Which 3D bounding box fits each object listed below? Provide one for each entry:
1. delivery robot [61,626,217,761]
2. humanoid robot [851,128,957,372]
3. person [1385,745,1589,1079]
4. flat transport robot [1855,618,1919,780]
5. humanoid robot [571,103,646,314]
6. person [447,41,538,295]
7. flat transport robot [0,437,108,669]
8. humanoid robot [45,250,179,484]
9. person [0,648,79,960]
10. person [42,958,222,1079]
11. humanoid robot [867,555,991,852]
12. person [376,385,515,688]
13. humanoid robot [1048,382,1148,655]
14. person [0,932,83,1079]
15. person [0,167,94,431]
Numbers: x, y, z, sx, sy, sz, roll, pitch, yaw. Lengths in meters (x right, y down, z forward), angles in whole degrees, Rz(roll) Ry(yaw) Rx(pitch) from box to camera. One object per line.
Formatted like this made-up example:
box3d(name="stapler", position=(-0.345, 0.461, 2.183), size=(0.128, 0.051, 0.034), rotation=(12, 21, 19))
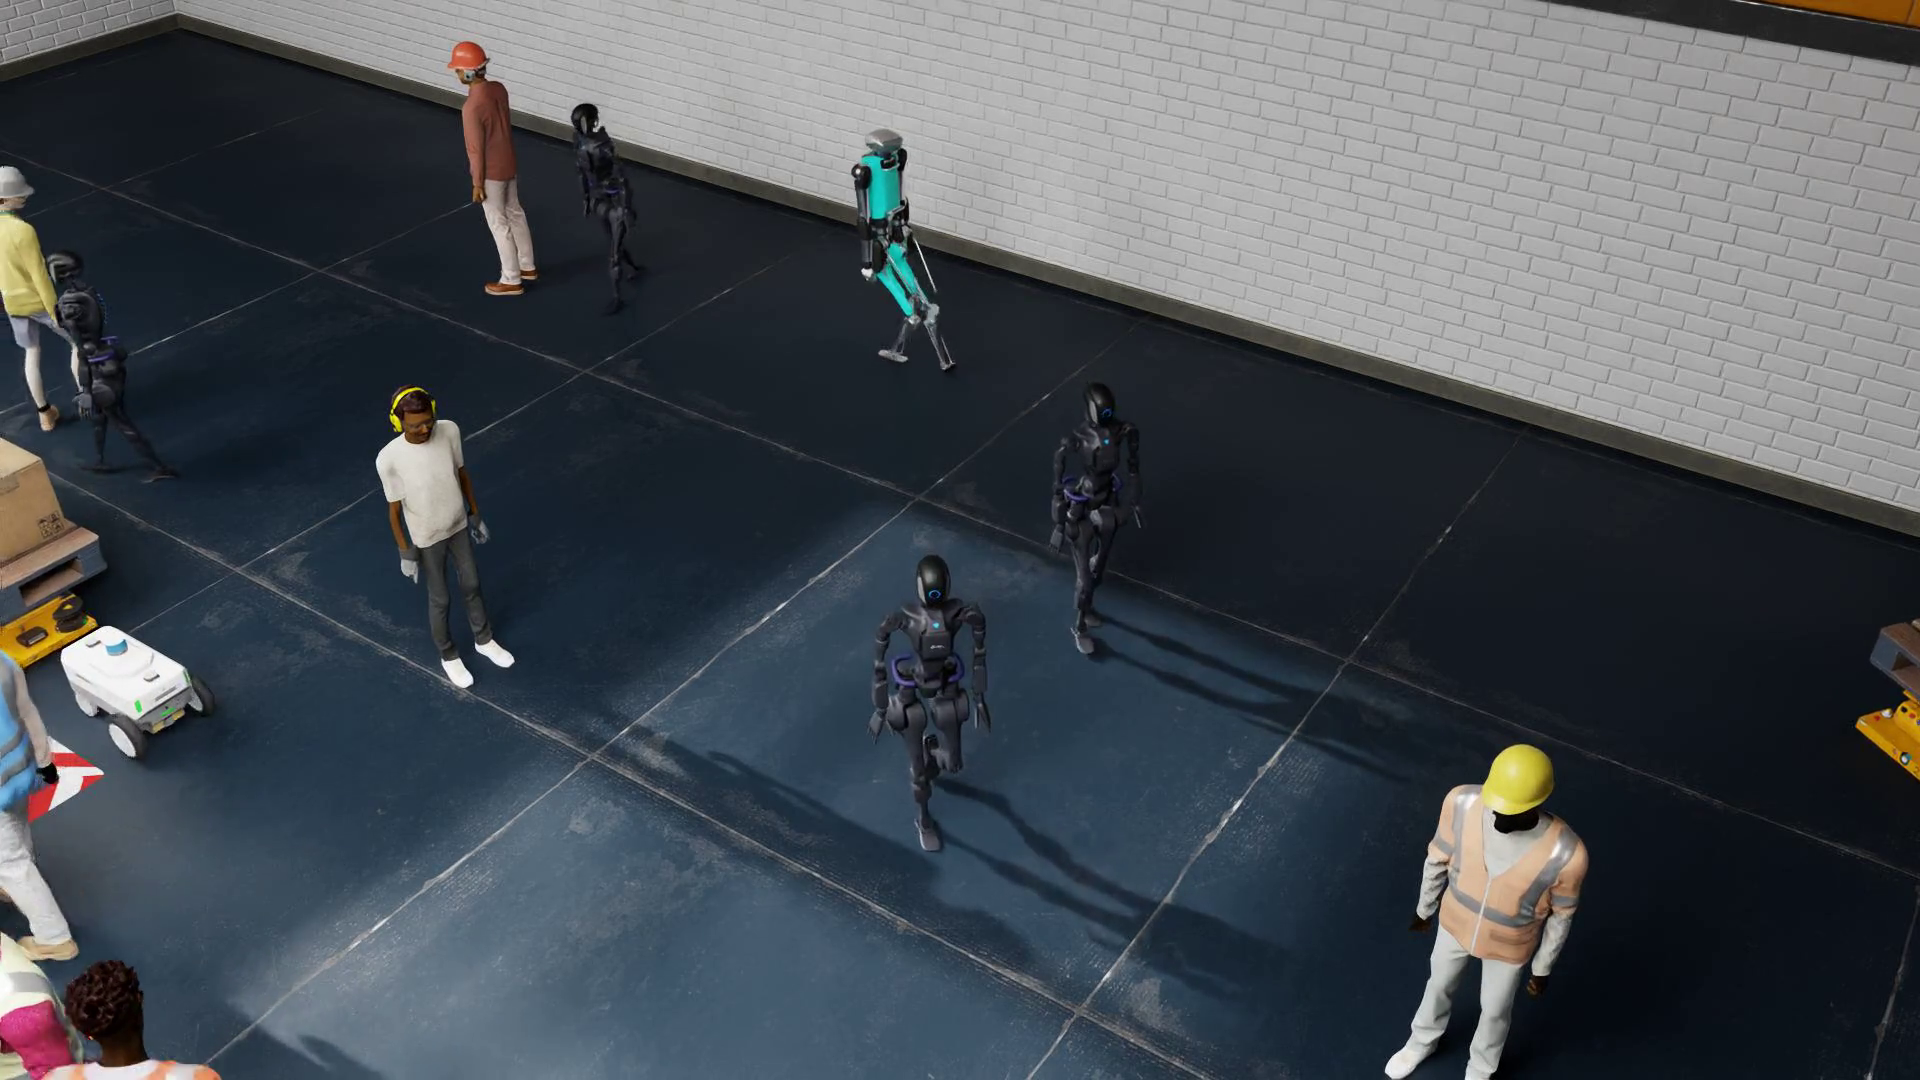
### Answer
box3d(name="delivery robot", position=(-4.432, 0.781, 8.913), size=(0.807, 0.613, 0.499), rotation=(21, 40, 27))
box3d(name="humanoid robot", position=(-0.320, -1.962, 11.858), size=(0.834, 1.858, 0.545), rotation=(22, 40, 28))
box3d(name="person", position=(2.083, 1.551, 6.602), size=(0.592, 1.924, 0.379), rotation=(25, 42, 31))
box3d(name="flat transport robot", position=(5.599, 0.979, 8.864), size=(1.431, 0.231, 0.659), rotation=(-12, 37, -16))
box3d(name="humanoid robot", position=(-2.702, -2.609, 12.813), size=(0.612, 1.629, 0.677), rotation=(25, 42, 32))
box3d(name="person", position=(-3.629, -2.873, 12.877), size=(0.405, 1.986, 0.615), rotation=(6, 35, 9))
box3d(name="flat transport robot", position=(-5.782, 0.373, 9.731), size=(1.431, 0.231, 0.659), rotation=(21, 40, 27))
box3d(name="humanoid robot", position=(-5.529, -1.047, 10.551), size=(0.675, 1.639, 0.613), rotation=(-8, 36, -11))
box3d(name="person", position=(-4.405, 1.105, 7.353), size=(0.774, 1.802, 0.707), rotation=(11, 36, 15))
box3d(name="person", position=(-2.673, 2.258, 5.590), size=(0.651, 1.929, 0.740), rotation=(-3, 35, -4))
box3d(name="humanoid robot", position=(-0.170, 0.712, 8.025), size=(0.607, 1.633, 0.568), rotation=(-8, 36, -11))
box3d(name="person", position=(-2.770, -0.021, 8.916), size=(0.349, 1.856, 0.520), rotation=(26, 42, 32))
box3d(name="humanoid robot", position=(0.783, -0.142, 9.246), size=(0.591, 1.643, 0.554), rotation=(-15, 38, -21))
box3d(name="person", position=(-3.513, 2.015, 6.045), size=(0.641, 1.808, 0.891), rotation=(29, 44, 35))
box3d(name="person", position=(-6.211, -1.639, 11.216), size=(0.575, 1.861, 0.606), rotation=(11, 36, 15))
